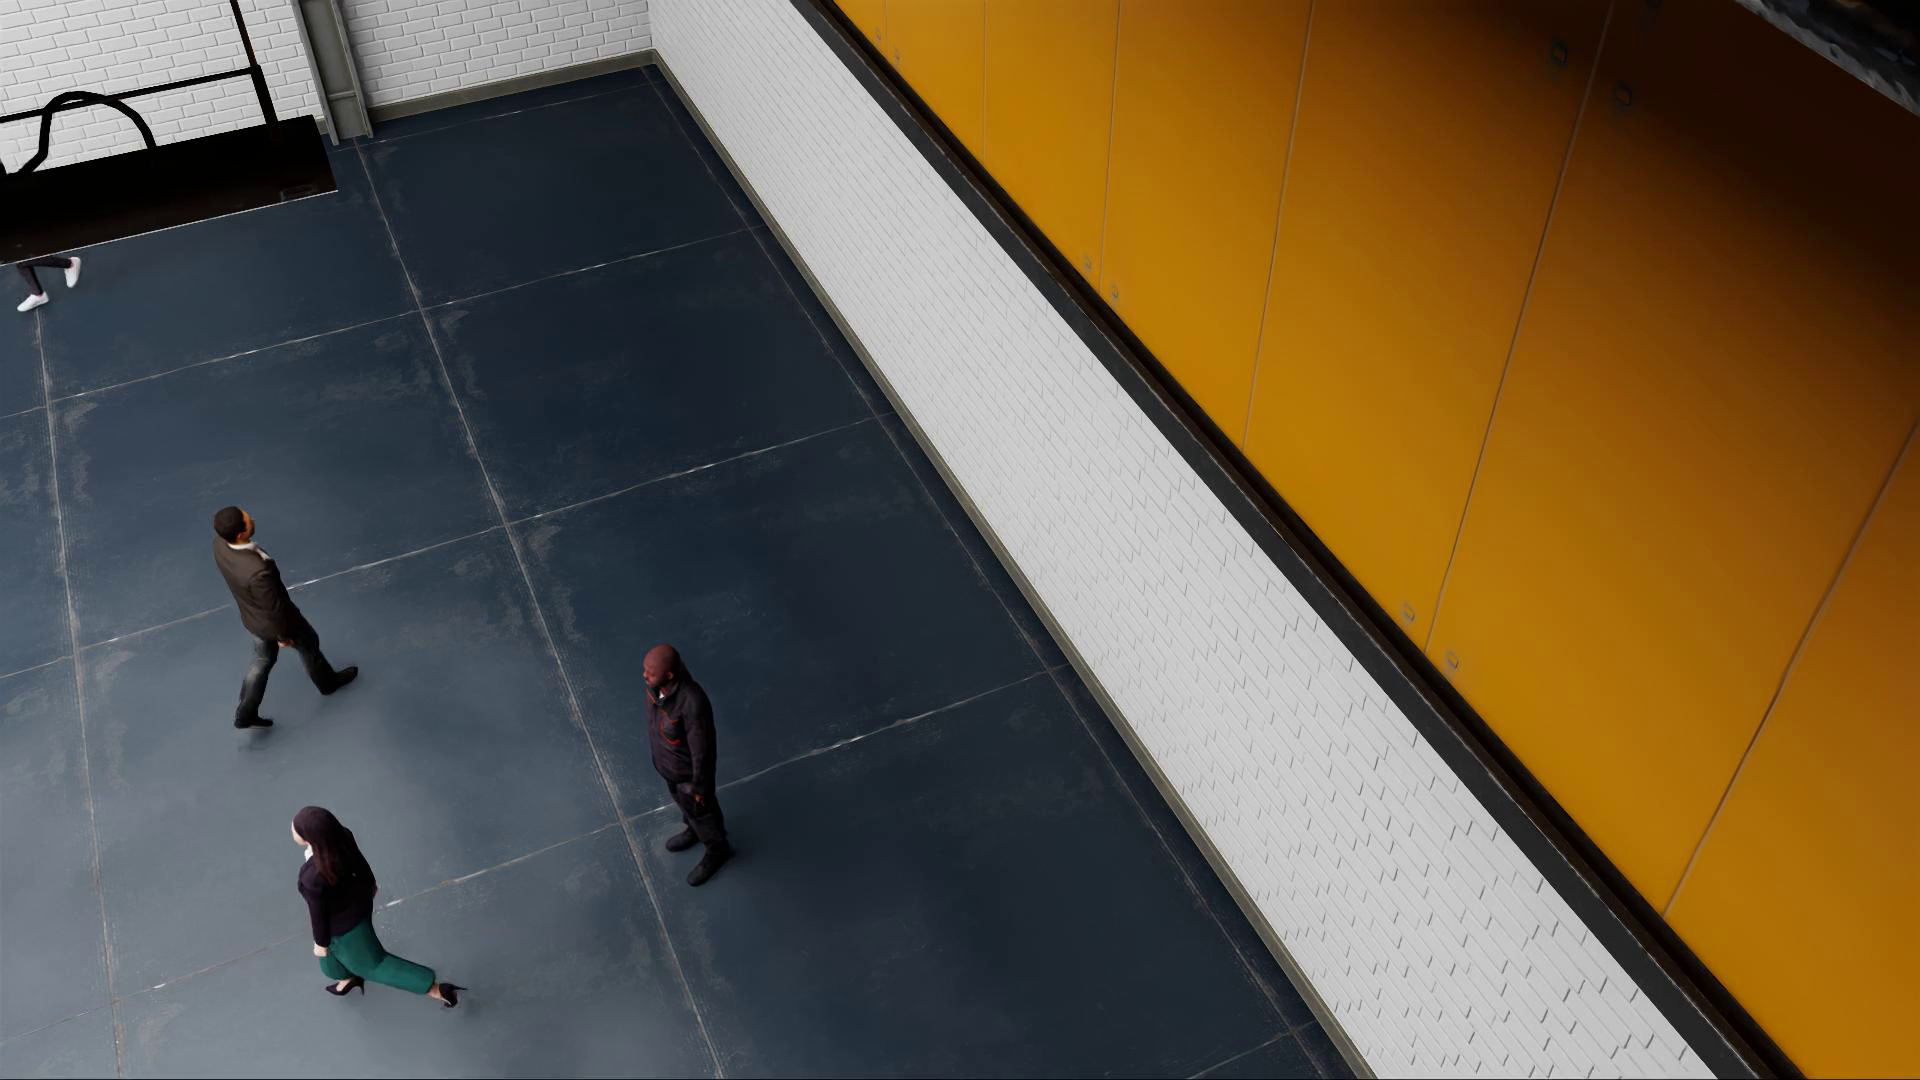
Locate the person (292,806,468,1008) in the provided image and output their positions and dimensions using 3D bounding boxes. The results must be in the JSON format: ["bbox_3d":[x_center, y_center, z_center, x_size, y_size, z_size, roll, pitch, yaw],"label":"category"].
[{"bbox_3d":[-3.180,2.036,8.883,1.180,1.707,0.922,1,44,1],"label":"person"}]

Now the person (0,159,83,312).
[{"bbox_3d":[-7.862,-2.705,13.886,0.933,1.669,0.773,-33,53,-30],"label":"person"}]

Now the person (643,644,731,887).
[{"bbox_3d":[-1.563,1.240,9.641,0.714,1.813,0.766,-30,51,-28],"label":"person"}]

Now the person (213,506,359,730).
[{"bbox_3d":[-4.421,0.505,10.439,1.030,1.778,1.216,26,49,25],"label":"person"}]
